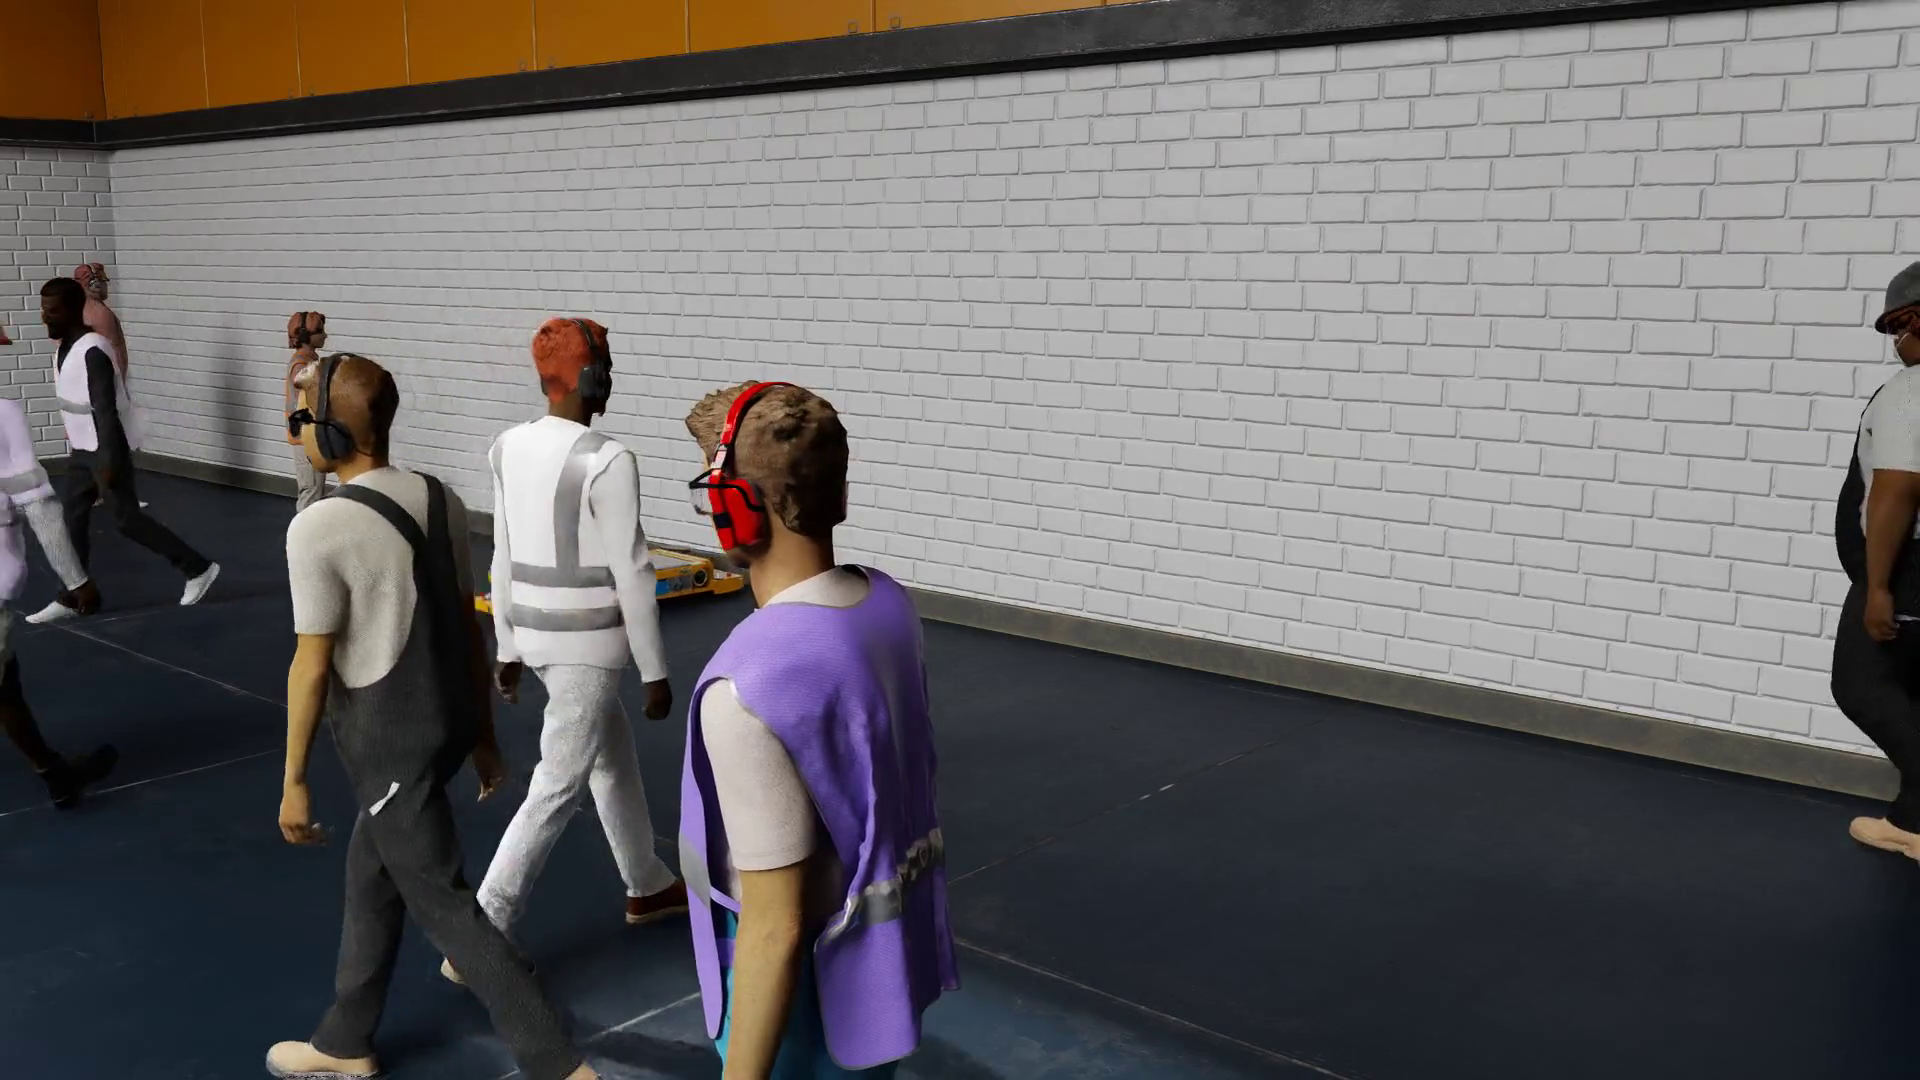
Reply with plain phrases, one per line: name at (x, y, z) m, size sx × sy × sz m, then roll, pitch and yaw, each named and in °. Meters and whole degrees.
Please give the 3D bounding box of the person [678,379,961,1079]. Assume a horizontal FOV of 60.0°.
person at (-0.198, 0.693, 2.397) m, size 0.373 × 1.840 × 0.571 m, roll 3°, pitch 10°, yaw 16°

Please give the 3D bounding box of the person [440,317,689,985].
person at (-1.098, 0.300, 4.652) m, size 0.588 × 1.842 × 0.962 m, roll 9°, pitch 13°, yaw 42°

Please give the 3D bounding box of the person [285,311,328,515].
person at (-3.998, -0.589, 10.278) m, size 0.306 × 1.639 × 0.523 m, roll -3°, pitch 10°, yaw -17°

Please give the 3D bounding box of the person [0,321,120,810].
person at (-3.245, 0.113, 5.583) m, size 0.567 × 1.879 × 1.004 m, roll 4°, pitch 11°, yaw 20°

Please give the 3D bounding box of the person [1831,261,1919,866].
person at (3.123, 0.077, 5.341) m, size 0.722 × 2.000 × 0.618 m, roll -5°, pitch 11°, yaw -26°

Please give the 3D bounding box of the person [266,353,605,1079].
person at (-1.227, 0.472, 3.803) m, size 0.954 × 1.803 × 0.521 m, roll 3°, pitch 10°, yaw 18°

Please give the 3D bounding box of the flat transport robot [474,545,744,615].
flat transport robot at (-2.000, 0.240, 9.449) m, size 1.431 × 0.197 × 0.652 m, roll -9°, pitch 14°, yaw -44°

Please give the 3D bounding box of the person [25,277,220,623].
person at (-4.664, -0.506, 9.155) m, size 0.923 × 1.882 × 0.627 m, roll -9°, pitch 14°, yaw -43°

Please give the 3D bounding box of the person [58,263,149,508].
person at (-6.642, -1.179, 12.870) m, size 0.639 × 1.911 × 0.406 m, roll 6°, pitch 12°, yaw 30°
